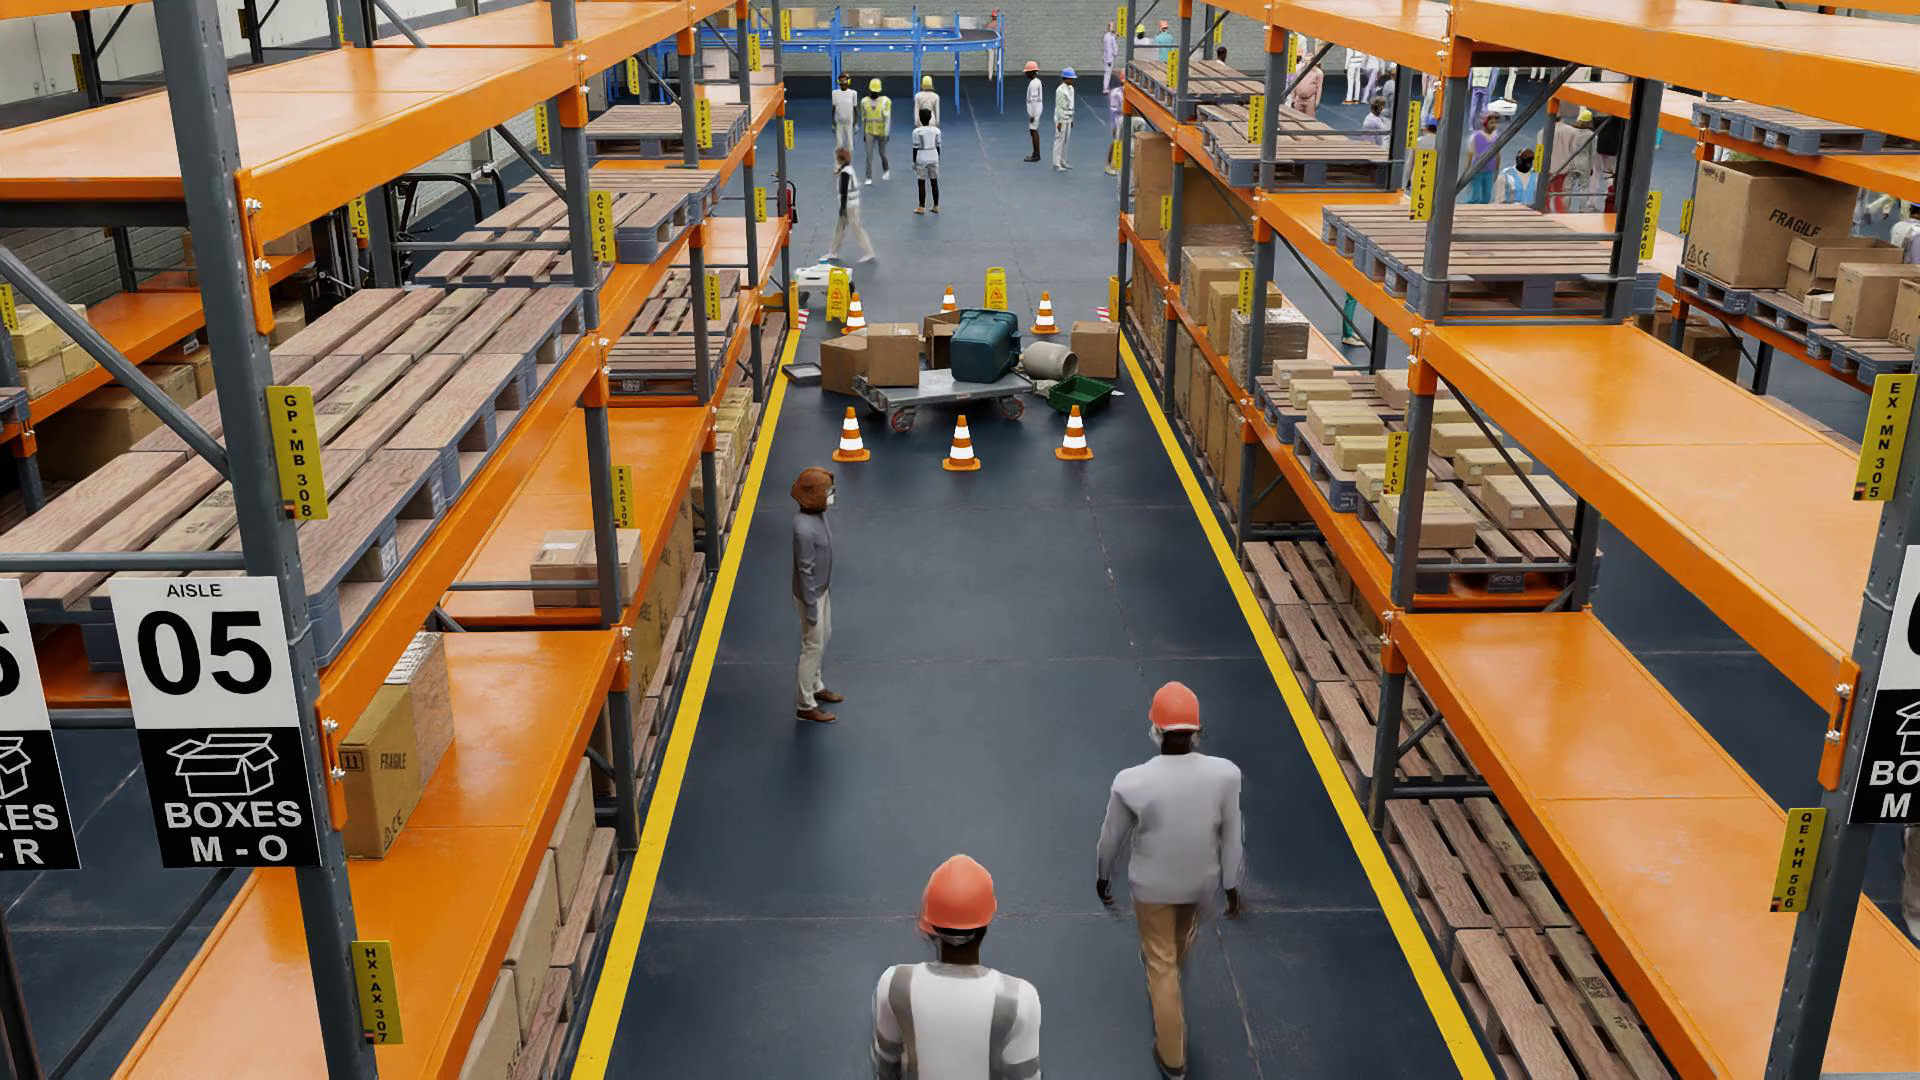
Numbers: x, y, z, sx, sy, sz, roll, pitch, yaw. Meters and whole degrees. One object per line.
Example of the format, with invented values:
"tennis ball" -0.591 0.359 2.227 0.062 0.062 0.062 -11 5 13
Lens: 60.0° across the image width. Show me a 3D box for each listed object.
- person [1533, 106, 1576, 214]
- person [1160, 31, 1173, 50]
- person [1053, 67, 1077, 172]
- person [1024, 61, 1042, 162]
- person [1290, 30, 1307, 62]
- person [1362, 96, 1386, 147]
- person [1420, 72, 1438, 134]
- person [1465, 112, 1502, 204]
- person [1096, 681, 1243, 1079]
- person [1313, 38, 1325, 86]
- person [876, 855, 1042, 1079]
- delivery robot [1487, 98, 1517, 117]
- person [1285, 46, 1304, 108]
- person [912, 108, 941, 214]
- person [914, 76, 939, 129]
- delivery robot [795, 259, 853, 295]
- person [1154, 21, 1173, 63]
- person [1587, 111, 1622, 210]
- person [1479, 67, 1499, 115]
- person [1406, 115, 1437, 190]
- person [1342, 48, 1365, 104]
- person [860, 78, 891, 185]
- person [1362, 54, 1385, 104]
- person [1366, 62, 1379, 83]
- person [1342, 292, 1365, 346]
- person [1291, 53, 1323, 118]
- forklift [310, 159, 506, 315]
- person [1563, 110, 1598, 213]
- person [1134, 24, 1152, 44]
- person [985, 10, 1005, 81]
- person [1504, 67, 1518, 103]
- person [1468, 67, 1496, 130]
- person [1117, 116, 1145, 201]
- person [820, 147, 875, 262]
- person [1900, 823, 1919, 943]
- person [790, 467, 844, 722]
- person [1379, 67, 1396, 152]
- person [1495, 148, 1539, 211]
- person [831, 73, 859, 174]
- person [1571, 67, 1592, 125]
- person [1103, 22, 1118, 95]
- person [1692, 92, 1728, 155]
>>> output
"person" 9.063 -5.681 25.476 0.640 1.965 0.515 -1 21 -4
"person" 5.622 -13.364 46.089 0.563 1.742 0.338 1 21 4
"person" 2.005 -7.997 31.653 0.436 1.934 0.628 9 23 22
"person" 1.436 -8.467 32.890 0.381 1.934 0.545 3 21 7
"person" 8.904 -12.804 44.418 0.635 1.898 1.007 -5 21 -12
"person" 6.627 -6.148 26.748 0.372 1.940 0.632 7 22 18
"person" 10.552 -10.033 37.014 0.627 1.940 0.373 -7 22 -18
"person" 8.054 -5.690 25.704 0.586 1.819 0.546 -7 22 -18
"person" 0.861 1.383 7.144 0.595 1.708 0.858 -5 21 -13
"person" 10.156 -13.778 46.929 0.382 1.929 0.540 12 24 30
"person" 0.002 1.905 5.551 0.559 1.874 1.001 3 21 9
"delivery robot" 12.745 -10.179 39.196 0.707 0.478 0.477 2 21 6
"person" 7.336 -9.812 36.430 0.543 1.939 0.360 -7 22 -18
"person" -0.547 -6.189 27.202 0.537 1.693 0.319 -12 24 -29
"person" -0.651 -8.097 32.188 0.516 1.724 0.503 -5 21 -12
"delivery robot" -1.723 -3.314 21.051 0.707 0.478 0.477 1 21 1
"person" 5.340 -12.678 43.929 0.620 1.994 0.381 -13 25 -32
"person" 10.648 -6.430 27.444 0.600 1.975 0.532 -1 21 -2
"person" 12.882 -11.192 40.515 0.515 1.616 0.515 -14 25 -32
"person" 6.947 -5.352 24.733 0.625 1.881 1.043 5 21 14
"person" 10.117 -12.160 42.711 0.575 1.884 0.355 -11 23 -27
"person" -1.514 -7.457 30.289 0.575 1.886 0.852 3 21 8
"person" 10.663 -12.128 42.869 0.554 1.700 0.888 17 27 38
"person" 11.623 -13.561 46.606 0.529 1.748 0.647 -9 23 -22
"person" 4.545 -3.111 18.956 0.301 1.772 0.525 5 21 13
"person" 7.268 -9.249 34.989 0.643 1.909 0.409 11 23 26
"forklift" -5.622 -2.910 17.832 2.313 2.155 1.214 -1 21 -1
"person" 9.858 -5.948 26.487 0.487 1.744 0.312 12 24 28
"person" 4.771 -12.659 44.002 0.595 1.911 0.487 11 23 26
"person" 1.026 -14.451 48.613 0.609 1.995 0.376 3 21 7
"person" 14.355 -12.281 43.053 0.316 1.870 0.531 1 21 2
"person" 11.769 -10.216 37.546 0.607 1.909 0.400 12 24 30
"person" 2.916 -6.661 28.394 0.491 1.730 0.324 7 22 19
"person" -1.586 -4.726 23.442 0.782 1.600 0.541 0 21 -1
"person" 4.762 1.093 8.055 0.522 1.623 0.644 3 21 8
"person" -0.880 0.325 10.079 0.279 1.621 0.508 2 21 5
"person" 8.238 -8.087 31.893 0.371 1.932 0.624 -1 21 -2
"person" 7.278 -4.199 21.762 0.641 1.832 0.431 -4 21 -10
"person" -2.167 -7.825 31.273 0.520 1.874 0.332 1 21 3
"person" 14.475 -10.478 38.631 0.285 1.624 0.509 13 24 31
"person" 4.059 -12.988 44.890 0.400 1.900 0.636 1 21 4
"person" 15.296 -8.777 33.774 0.359 1.882 0.575 -9 23 -23
